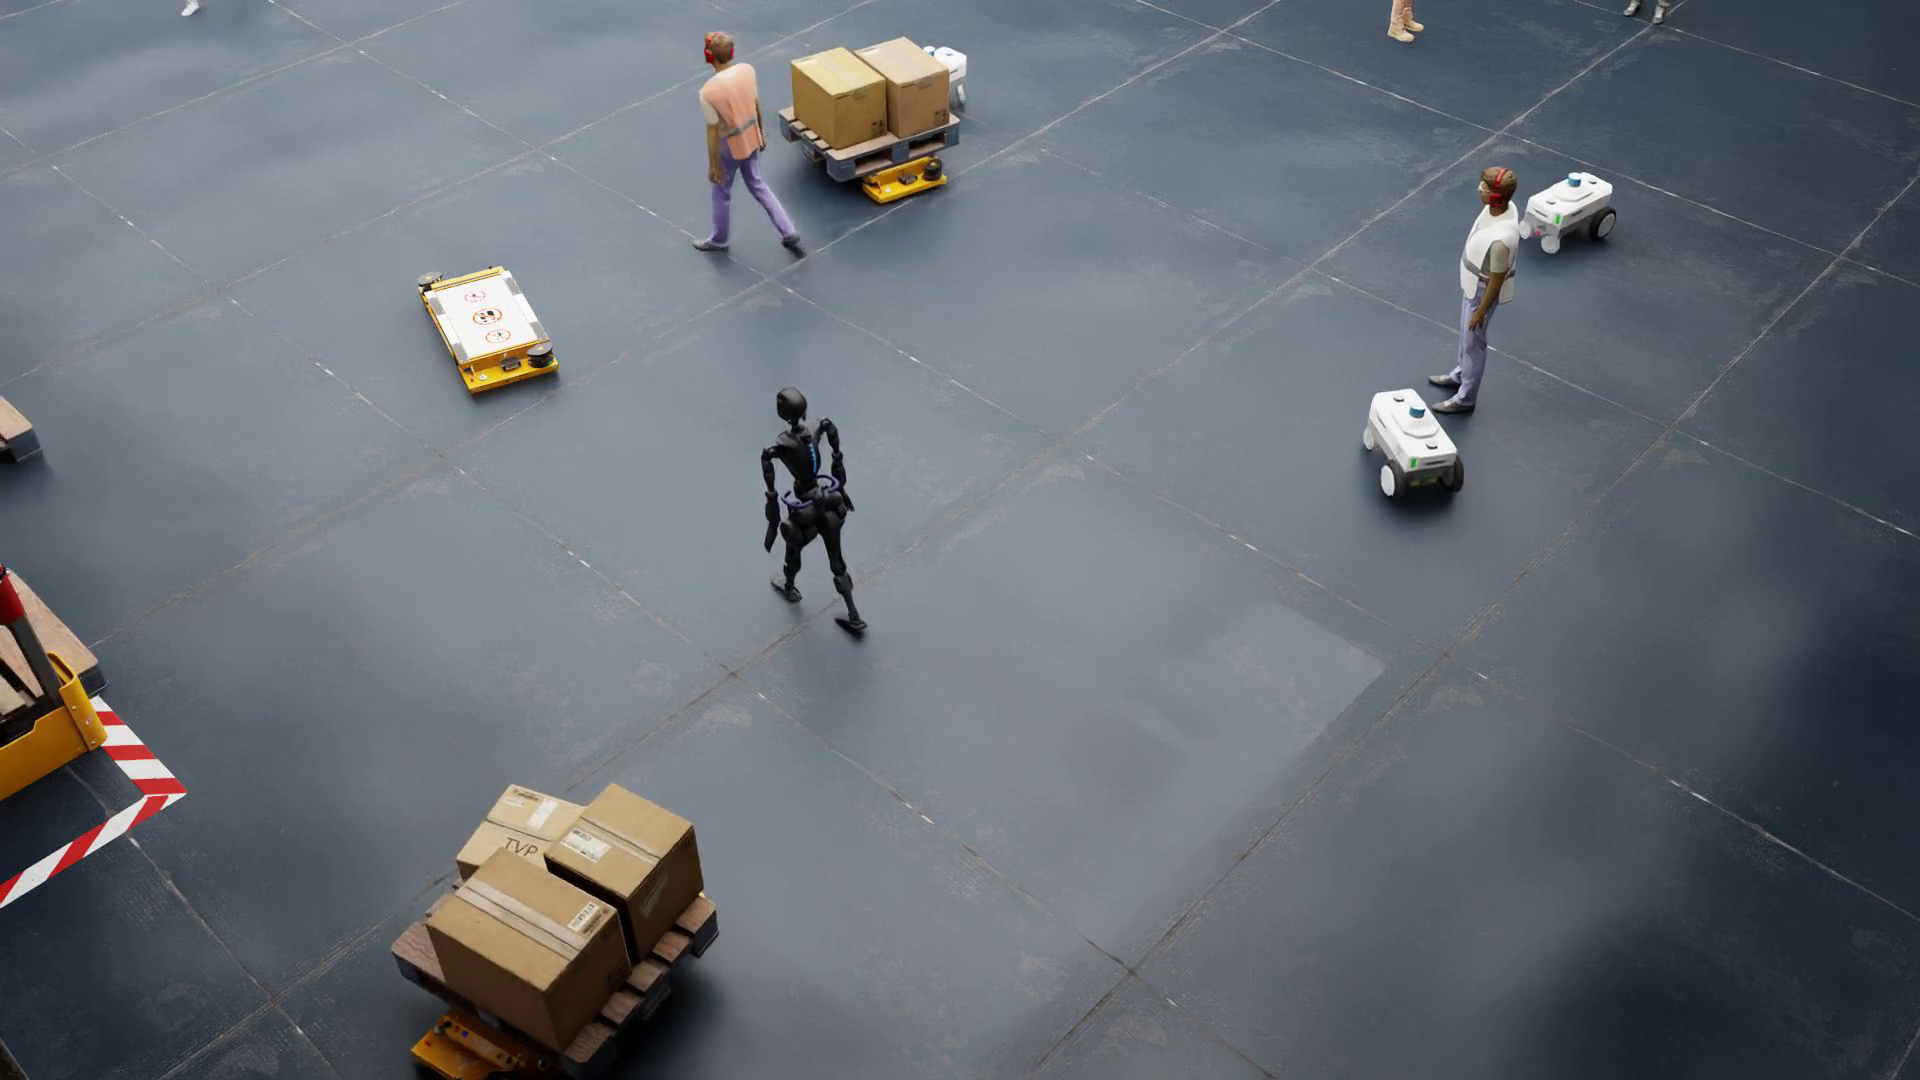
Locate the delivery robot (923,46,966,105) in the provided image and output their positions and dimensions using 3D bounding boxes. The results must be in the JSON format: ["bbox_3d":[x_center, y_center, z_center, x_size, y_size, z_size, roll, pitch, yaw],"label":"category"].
[{"bbox_3d":[-0.290,-4.093,14.870,0.525,0.607,0.778,32,51,31],"label":"delivery robot"}]

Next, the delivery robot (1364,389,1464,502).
[{"bbox_3d":[2.999,-0.636,11.033,0.499,0.614,0.802,-9,43,-10],"label":"delivery robot"}]

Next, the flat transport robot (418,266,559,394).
[{"bbox_3d":[-3.509,-1.604,12.309,0.659,0.231,1.431,-19,45,-20],"label":"flat transport robot"}]

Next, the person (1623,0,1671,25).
[{"bbox_3d":[6.783,-5.888,15.905,0.564,1.832,0.410,22,47,23],"label":"person"}]

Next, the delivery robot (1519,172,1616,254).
[{"bbox_3d":[4.851,-2.647,13.267,0.783,0.612,0.520,-27,48,-27],"label":"delivery robot"}]

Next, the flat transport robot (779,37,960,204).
[{"bbox_3d":[-0.770,-3.335,14.233,0.659,0.231,1.431,-24,47,-24],"label":"flat transport robot"}]

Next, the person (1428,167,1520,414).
[{"bbox_3d":[3.518,-1.666,11.201,0.387,1.841,0.563,7,42,8],"label":"person"}]

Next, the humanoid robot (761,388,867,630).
[{"bbox_3d":[-0.868,-0.183,9.707,0.609,1.628,0.762,-31,50,-30],"label":"humanoid robot"}]

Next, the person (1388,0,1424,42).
[{"bbox_3d":[4.335,-5.587,15.631,0.301,1.744,0.494,24,47,25],"label":"person"}]

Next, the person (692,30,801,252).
[{"bbox_3d":[-1.672,-2.984,12.702,0.822,1.809,0.618,19,45,20],"label":"person"}]

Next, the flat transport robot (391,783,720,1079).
[{"bbox_3d":[-1.955,2.107,8.184,0.659,0.231,1.431,22,46,22],"label":"flat transport robot"}]

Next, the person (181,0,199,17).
[{"bbox_3d":[-7.518,-5.988,16.178,0.519,1.616,0.679,10,43,11],"label":"person"}]
